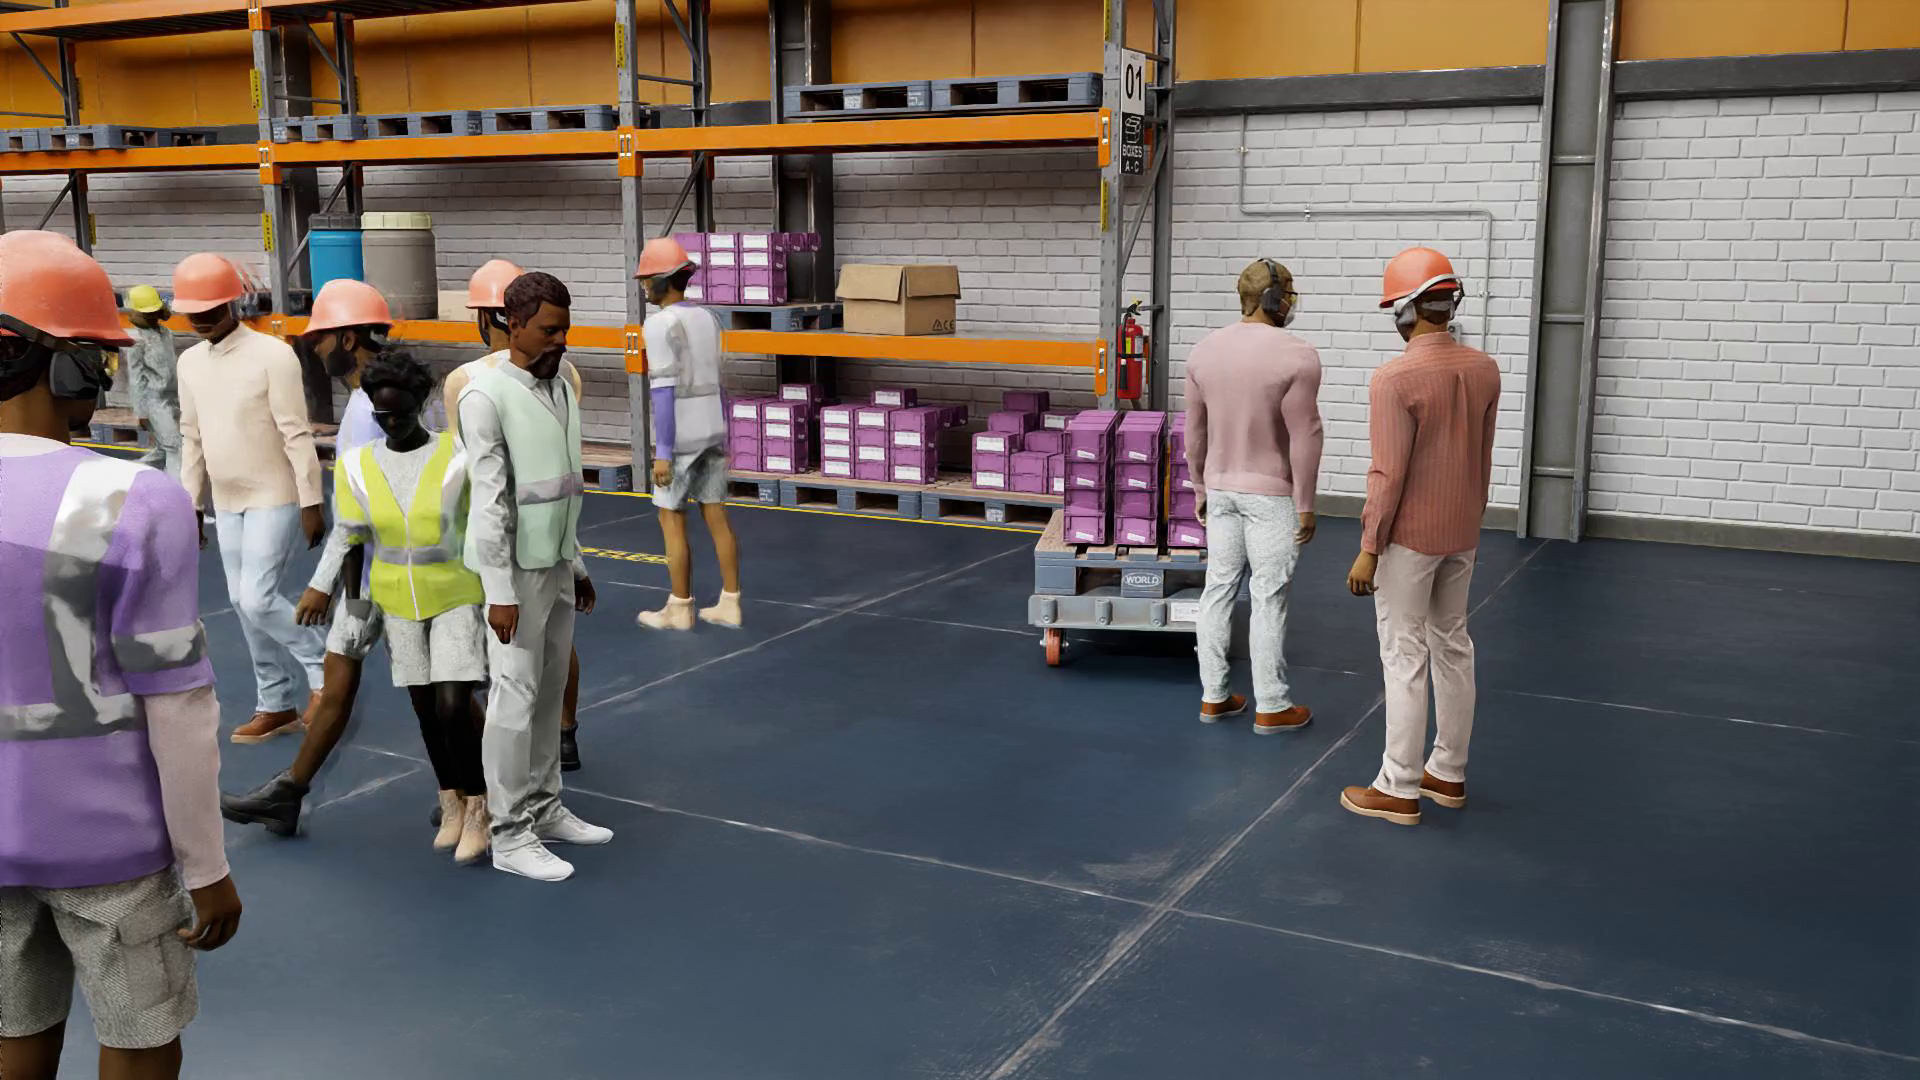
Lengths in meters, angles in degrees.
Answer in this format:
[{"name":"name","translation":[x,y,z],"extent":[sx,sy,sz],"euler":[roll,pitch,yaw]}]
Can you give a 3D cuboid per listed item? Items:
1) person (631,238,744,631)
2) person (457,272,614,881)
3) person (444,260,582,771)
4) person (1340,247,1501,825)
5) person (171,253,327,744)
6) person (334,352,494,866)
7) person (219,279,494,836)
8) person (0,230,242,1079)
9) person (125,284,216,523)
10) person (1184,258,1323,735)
[{"name":"person","translation":[-1.429,-0.511,8.537],"extent":[0.669,2.017,0.637],"euler":[4,11,22]},{"name":"person","translation":[-1.374,0.108,5.332],"extent":[0.390,1.914,0.587],"euler":[2,11,12]},{"name":"person","translation":[-1.651,-0.055,6.154],"extent":[0.356,1.938,0.543],"euler":[9,14,41]},{"name":"person","translation":[1.588,-0.009,5.776],"extent":[0.611,1.985,0.393],"euler":[-7,13,-35]},{"name":"person","translation":[-2.823,-0.142,6.576],"extent":[0.644,1.958,0.494],"euler":[5,12,26]},{"name":"person","translation":[-1.721,0.226,5.345],"extent":[0.550,1.660,0.523],"euler":[1,10,5]},{"name":"person","translation":[-2.001,0.081,5.561],"extent":[1.012,1.875,0.549],"euler":[-5,11,-24]},{"name":"person","translation":[-1.525,0.499,2.875],"extent":[0.602,2.036,0.402],"euler":[3,11,14]},{"name":"person","translation":[-5.692,-0.941,11.670],"extent":[0.729,1.698,0.527],"euler":[0,10,0]},{"name":"person","translation":[1.198,-0.176,6.827],"extent":[0.372,1.936,0.629],"euler":[-10,14,-44]}]
